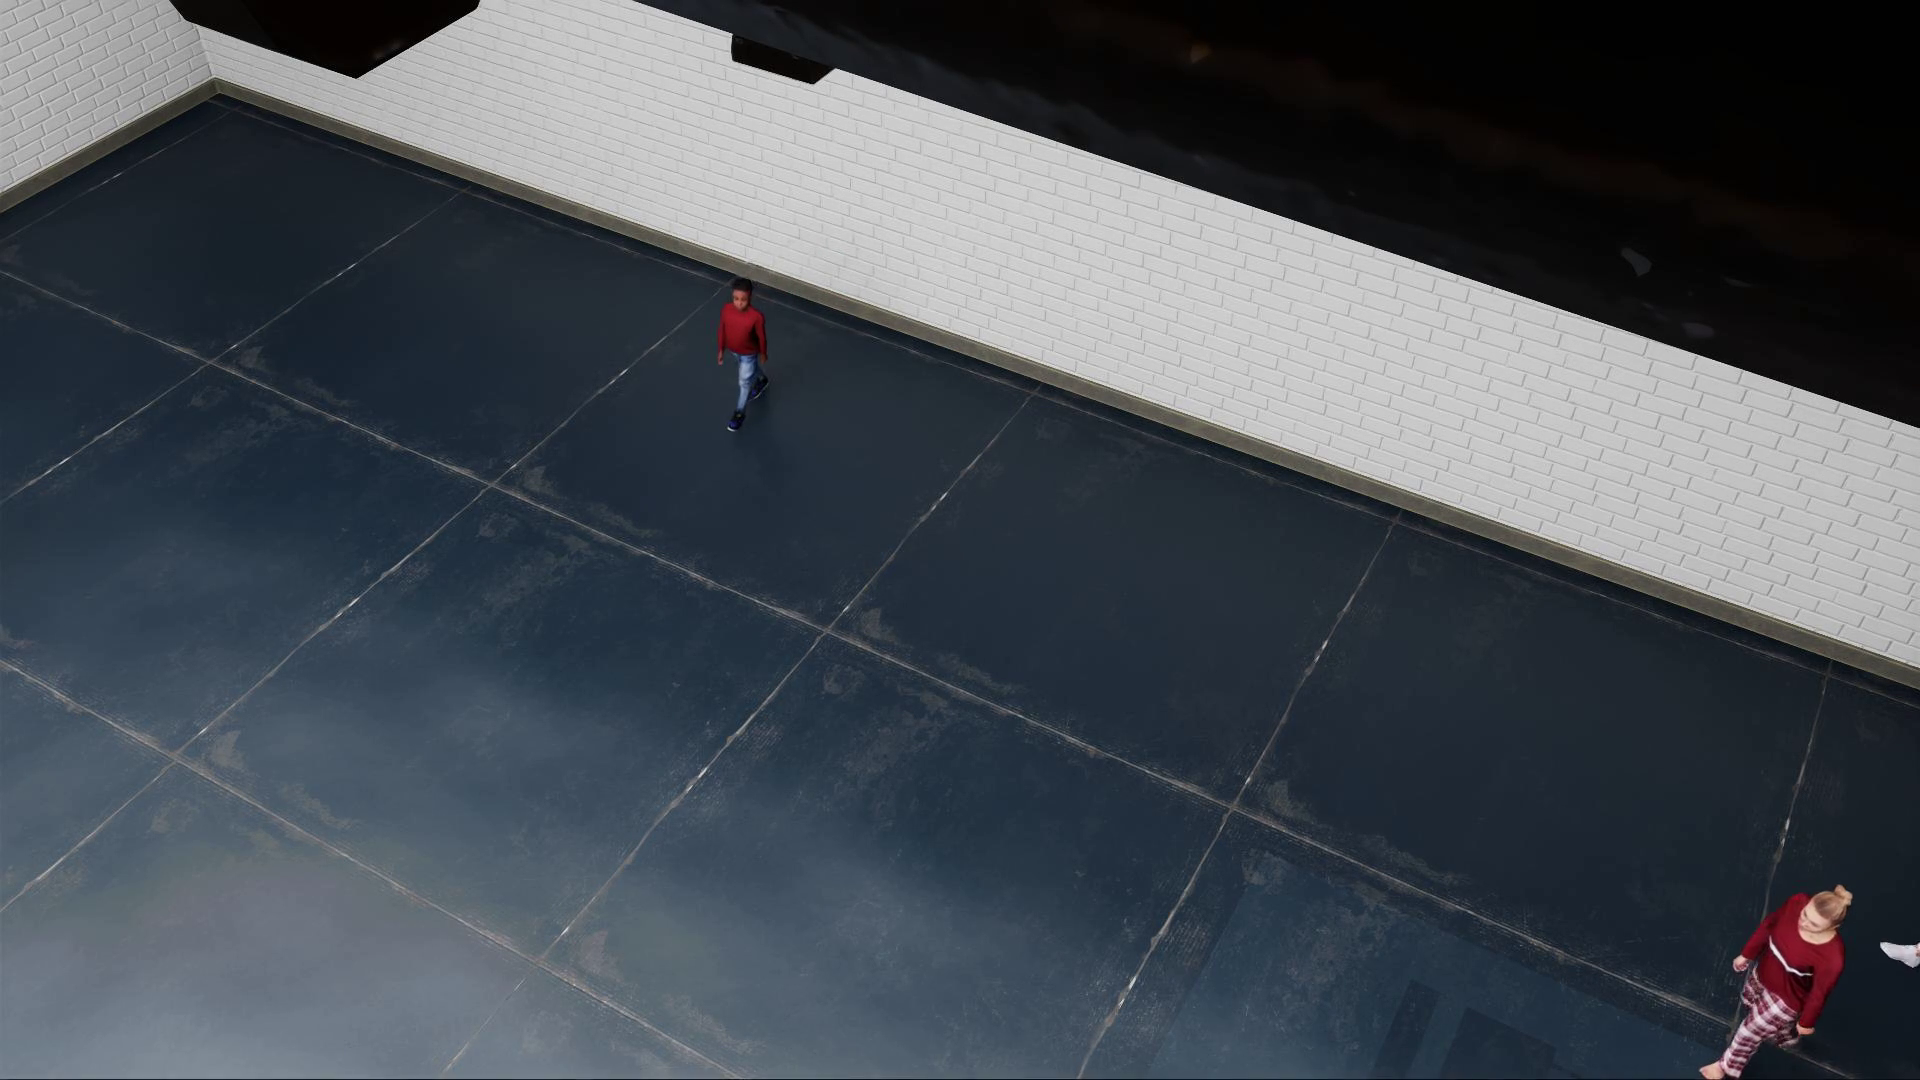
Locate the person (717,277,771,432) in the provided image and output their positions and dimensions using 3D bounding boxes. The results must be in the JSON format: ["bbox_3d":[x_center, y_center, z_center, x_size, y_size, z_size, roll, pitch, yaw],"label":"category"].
[{"bbox_3d":[-1.623,-1.512,12.719,0.521,1.227,0.888,20,47,19],"label":"person"}]

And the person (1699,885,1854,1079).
[{"bbox_3d":[4.228,2.234,8.458,0.938,1.681,0.895,-4,44,-4],"label":"person"}]
